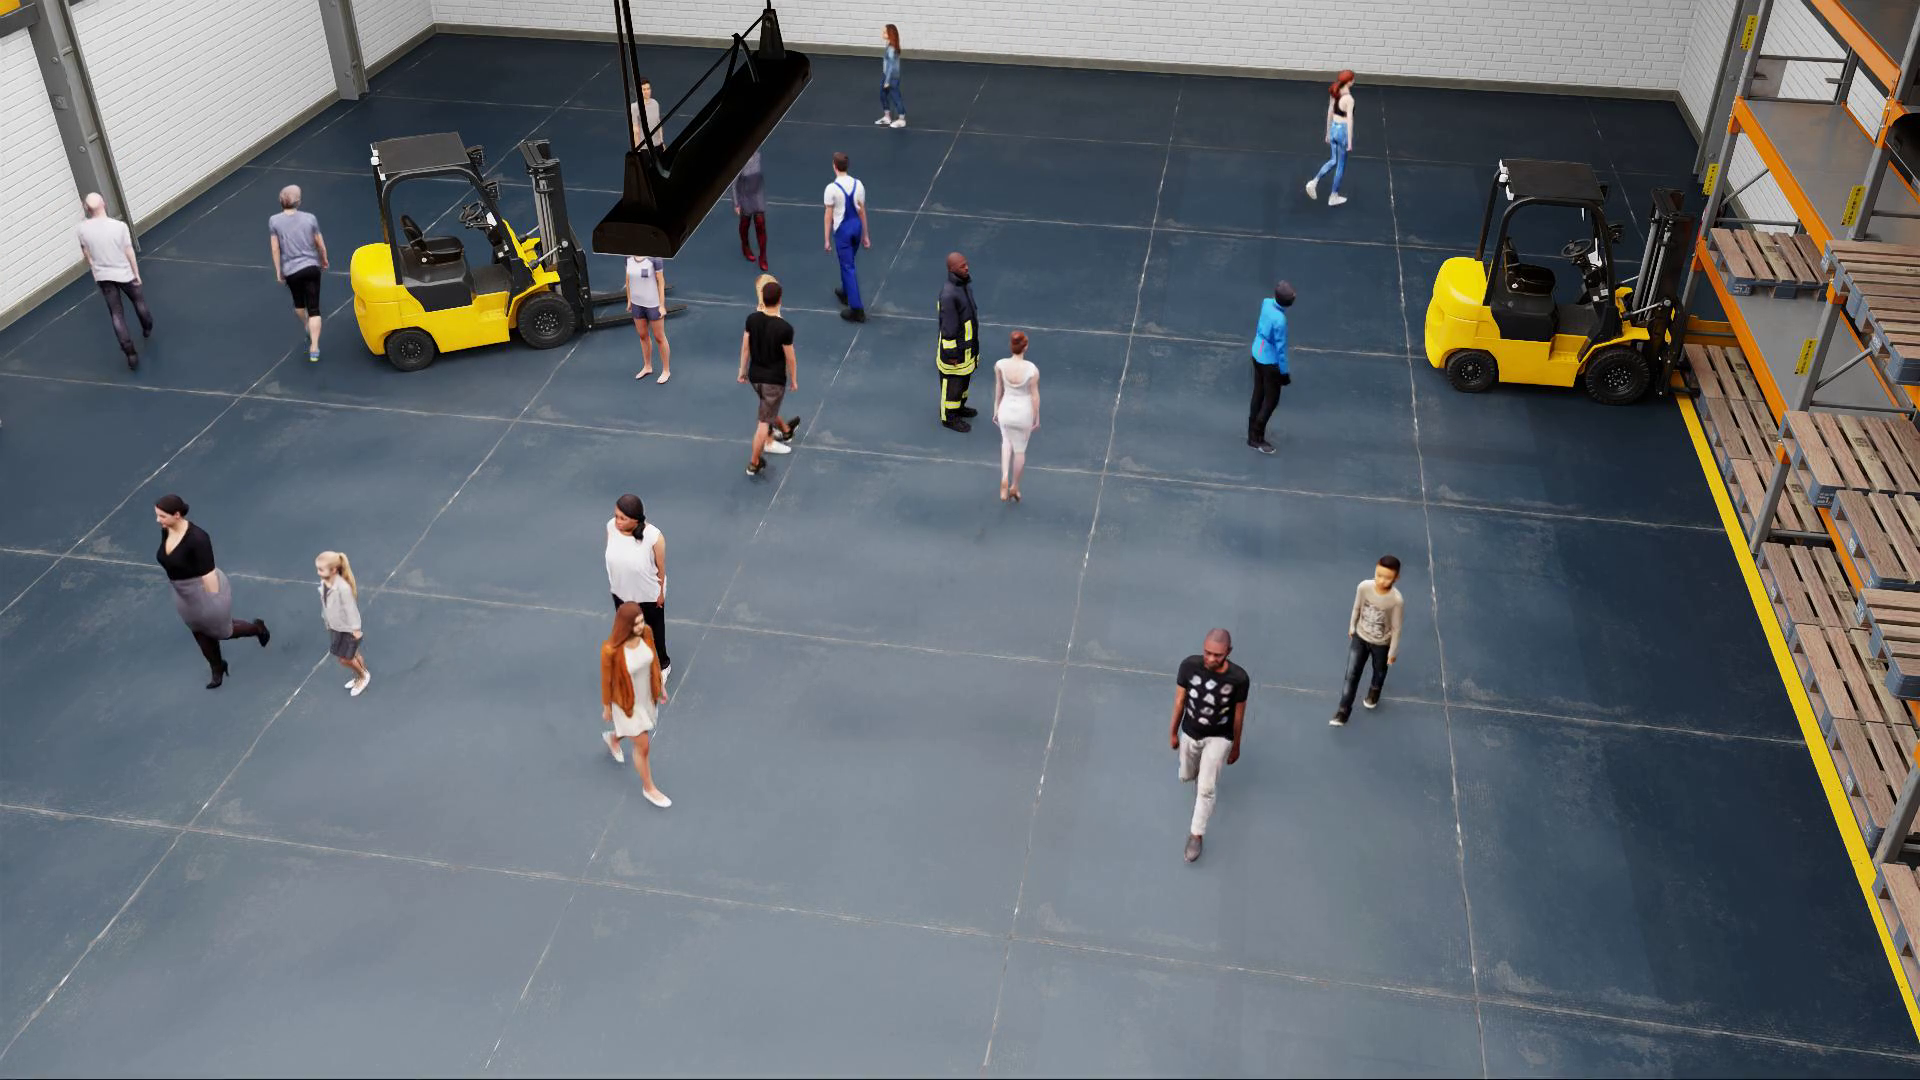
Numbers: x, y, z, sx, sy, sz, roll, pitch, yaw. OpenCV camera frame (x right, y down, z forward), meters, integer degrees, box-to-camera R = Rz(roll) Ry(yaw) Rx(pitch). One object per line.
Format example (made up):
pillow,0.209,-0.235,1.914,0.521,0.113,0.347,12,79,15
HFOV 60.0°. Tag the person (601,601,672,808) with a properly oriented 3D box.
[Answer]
person,-2.376,1.092,11.812,0.962,1.686,1.047,25,41,32

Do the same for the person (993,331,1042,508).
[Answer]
person,0.464,-1.047,14.945,0.651,1.781,0.746,12,35,17

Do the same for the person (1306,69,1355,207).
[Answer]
person,4.709,-5.032,20.946,0.882,1.774,0.875,-15,36,-21

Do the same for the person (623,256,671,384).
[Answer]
person,-3.206,-2.439,17.086,0.651,1.730,0.613,13,36,19

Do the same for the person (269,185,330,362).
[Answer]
person,-6.902,-2.763,17.470,0.933,1.844,1.205,-8,34,-12

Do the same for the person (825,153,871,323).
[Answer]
person,-1.223,-3.320,18.334,1.045,1.814,1.117,-23,40,-31

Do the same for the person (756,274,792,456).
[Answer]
person,-1.823,-1.700,15.902,0.719,1.808,0.533,-4,34,-5

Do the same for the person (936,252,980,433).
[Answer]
person,-0.040,-1.972,16.298,0.829,1.823,0.636,10,35,14

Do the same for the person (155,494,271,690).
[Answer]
person,-5.781,0.367,12.854,0.853,1.741,0.997,18,38,25

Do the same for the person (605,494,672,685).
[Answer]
person,-2.504,0.373,12.893,0.697,1.688,0.665,12,35,17

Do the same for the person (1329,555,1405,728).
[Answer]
person,3.171,0.714,12.611,0.811,1.432,1.055,19,38,26

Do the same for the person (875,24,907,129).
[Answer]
person,-0.886,-6.556,23.521,0.752,1.463,0.696,-5,34,-7

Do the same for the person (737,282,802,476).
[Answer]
person,-1.848,-1.451,15.546,1.002,1.788,1.329,15,36,21

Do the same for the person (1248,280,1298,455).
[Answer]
person,2.938,-1.742,16.002,0.897,1.769,0.726,-20,38,-27

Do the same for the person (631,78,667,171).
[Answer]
person,-3.909,-4.977,20.910,0.747,1.722,0.640,27,42,34

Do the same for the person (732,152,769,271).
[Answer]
person,-2.485,-4.033,19.528,0.898,1.681,0.996,-21,39,-28

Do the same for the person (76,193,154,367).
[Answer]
person,-8.855,-2.693,17.421,1.048,1.782,1.298,-11,35,-15

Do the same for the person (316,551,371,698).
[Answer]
person,-4.731,0.615,12.910,0.631,1.266,0.681,26,41,33

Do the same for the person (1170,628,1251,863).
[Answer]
person,1.722,1.298,11.415,0.808,1.782,1.123,13,36,19
